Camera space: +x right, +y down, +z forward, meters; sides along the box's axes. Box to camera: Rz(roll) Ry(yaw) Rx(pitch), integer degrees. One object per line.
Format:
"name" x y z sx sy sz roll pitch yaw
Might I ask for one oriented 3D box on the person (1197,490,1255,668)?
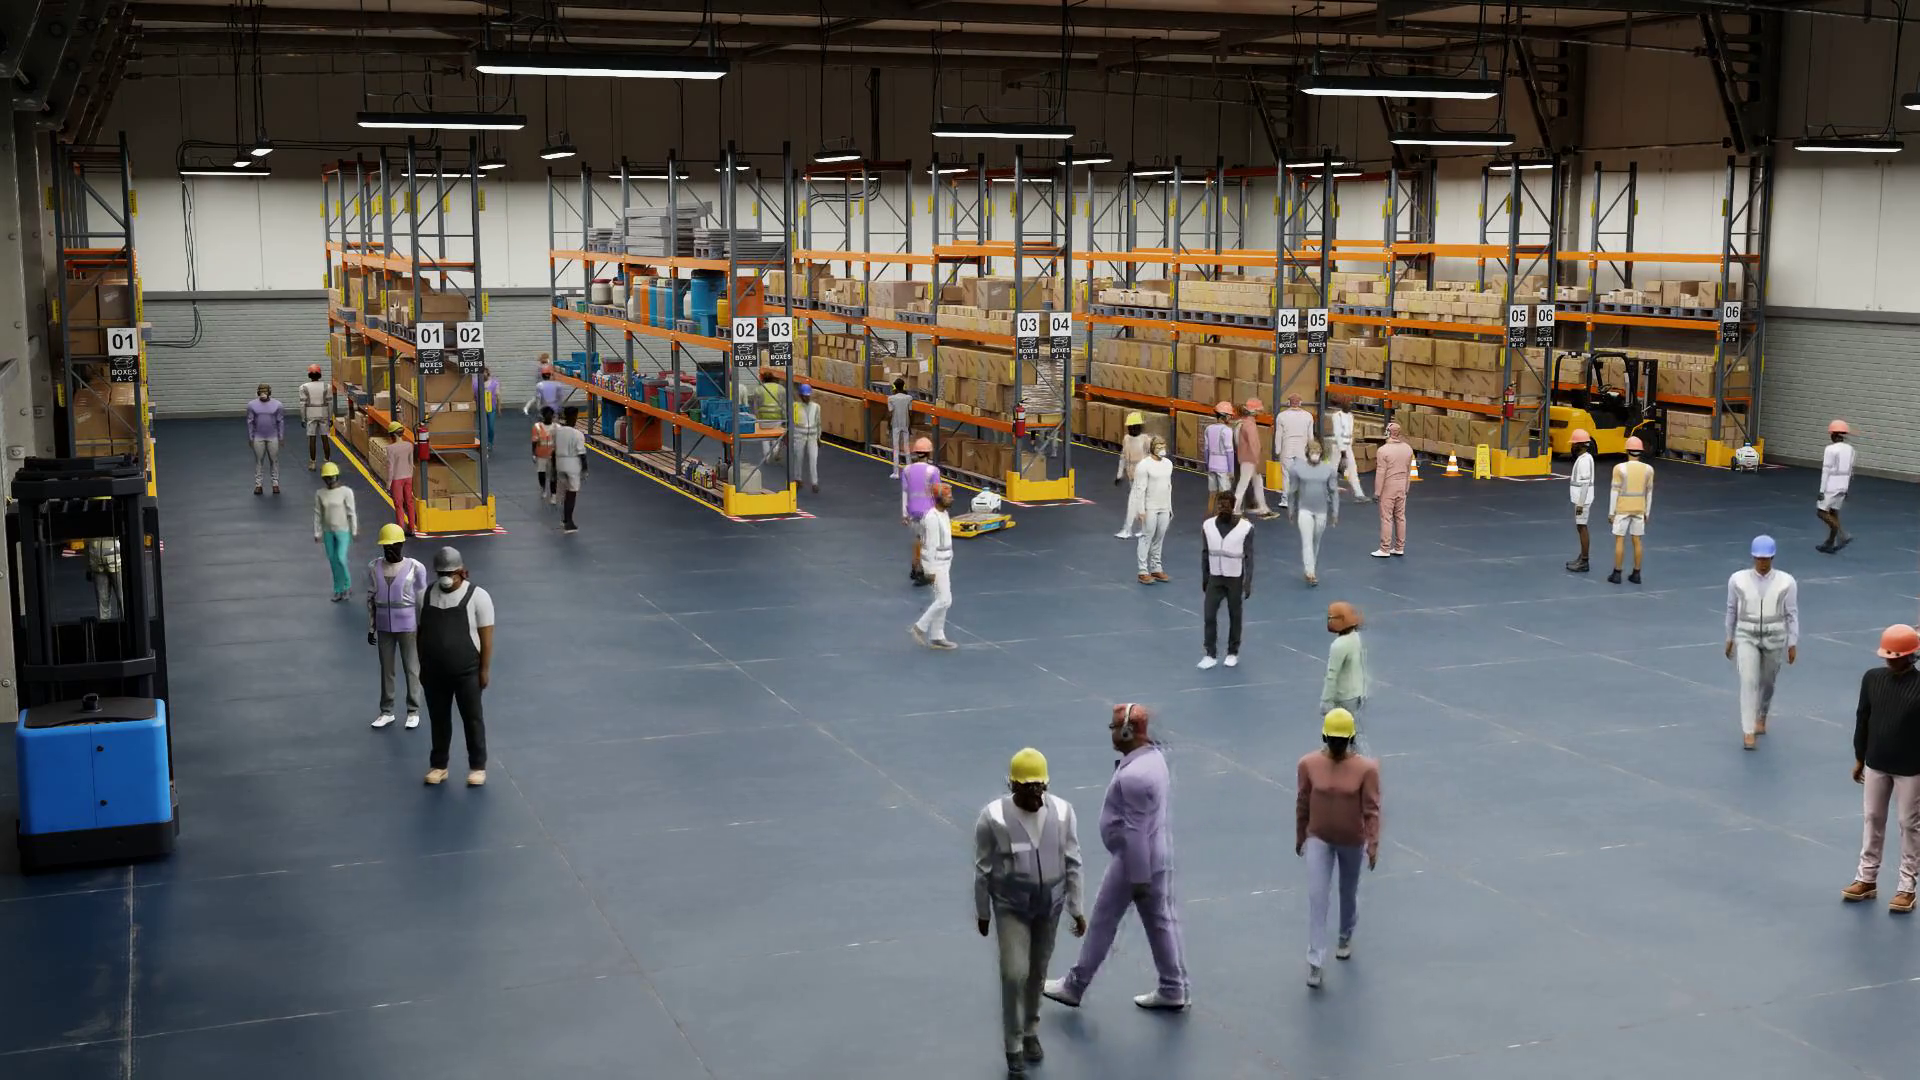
"person" 2.795 0.425 22.154 0.617 1.889 0.782 5 10 28

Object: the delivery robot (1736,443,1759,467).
"delivery robot" 15.023 -1.603 39.956 0.477 0.478 0.707 2 9 13

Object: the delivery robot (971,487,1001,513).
"delivery robot" 0.418 -0.593 33.223 0.477 0.478 0.707 2 9 14

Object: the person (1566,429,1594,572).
"person" 8.439 -0.549 28.516 0.374 1.934 0.548 3 9 19

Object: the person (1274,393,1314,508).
"person" 5.556 -1.491 34.893 0.652 1.906 0.405 -1 9 -3

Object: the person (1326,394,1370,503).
"person" 6.516 -1.555 35.589 0.577 1.836 0.974 -7 11 -41

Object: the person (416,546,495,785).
"person" -4.266 1.062 17.566 0.677 2.000 0.536 2 9 10

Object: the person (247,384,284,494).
"person" -12.184 -1.785 36.771 0.627 1.934 0.370 -2 9 -14

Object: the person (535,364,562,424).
"person" -8.275 -2.591 42.198 0.549 1.915 0.746 -4 9 -23

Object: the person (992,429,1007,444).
"person" 0.792 -2.725 43.443 0.624 1.803 0.719 0 9 3

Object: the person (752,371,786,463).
"person" -3.797 -2.452 41.560 0.658 1.824 0.556 -2 9 -13

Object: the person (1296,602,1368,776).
"person" 3.075 1.300 17.253 0.795 1.596 0.518 4 10 28

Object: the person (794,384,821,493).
"person" -2.761 -1.819 37.131 0.634 1.899 1.012 -3 9 -20

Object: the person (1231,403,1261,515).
"person" 4.677 -1.299 33.881 0.709 1.821 0.554 -1 9 -4

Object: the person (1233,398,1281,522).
"person" 4.709 -1.253 33.102 0.926 1.955 0.660 0 9 3

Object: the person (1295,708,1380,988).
"person" 2.363 1.873 13.122 0.531 1.706 0.932 2 9 14

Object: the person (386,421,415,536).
"person" -8.430 -0.905 31.484 0.322 1.761 0.522 5 10 28

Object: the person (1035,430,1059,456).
"person" 1.800 -2.571 42.794 0.507 1.690 0.911 -3 9 -19

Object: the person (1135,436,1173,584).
"person" 2.566 -0.407 27.555 0.633 1.938 0.356 -8 11 -41

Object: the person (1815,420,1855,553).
"person" 12.523 -0.754 29.908 0.571 1.925 0.547 -5 10 -28

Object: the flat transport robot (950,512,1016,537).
"flat transport robot" 0.225 -0.252 32.202 0.652 0.197 1.431 5 10 31

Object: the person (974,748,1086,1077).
"person" 0.418 2.052 11.604 0.597 1.810 0.678 -3 9 -18

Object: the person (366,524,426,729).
"person" -5.262 0.799 19.552 0.585 1.928 0.369 1 9 8

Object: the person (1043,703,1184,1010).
"person" 0.915 1.888 12.504 0.949 1.860 0.660 3 9 18

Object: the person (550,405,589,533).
"person" -5.946 -1.097 32.115 0.650 1.947 0.554 5 10 30

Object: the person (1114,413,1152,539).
"person" 2.564 -0.957 31.378 0.907 1.888 0.590 -5 10 -31

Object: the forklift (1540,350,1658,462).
"forklift" 12.897 -2.725 42.309 2.313 2.155 1.214 -3 9 -21

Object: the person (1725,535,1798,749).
"person" 7.293 0.883 19.069 0.616 1.912 0.948 3 9 19

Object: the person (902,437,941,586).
"person" -0.470 -0.379 27.403 0.544 1.921 0.569 5 10 31

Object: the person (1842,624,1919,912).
"person" 6.419 1.547 14.384 0.405 1.984 0.613 -6 11 -36

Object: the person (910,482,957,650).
"person" -0.236 0.293 23.112 0.438 1.868 0.610 2 9 16

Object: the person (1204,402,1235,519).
"person" 3.964 -1.079 31.721 0.392 2.035 0.605 -5 10 -32

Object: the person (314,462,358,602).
"person" -7.800 -0.099 26.103 0.560 1.749 0.426 2 9 14

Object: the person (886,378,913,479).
"person" -1.123 -2.071 38.931 0.519 1.858 0.328 -3 9 -17

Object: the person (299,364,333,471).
"person" -12.355 -2.359 40.227 0.607 2.044 0.372 -3 9 -21

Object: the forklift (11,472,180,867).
"forklift" -6.630 0.886 15.957 1.129 2.768 1.873 -3 9 -21

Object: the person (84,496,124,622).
"person" -9.434 0.295 23.242 0.600 1.827 0.404 1 9 4

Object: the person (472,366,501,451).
"person" -9.774 -2.691 43.221 0.577 1.818 0.854 -2 9 -14

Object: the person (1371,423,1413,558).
"person" 6.104 -0.710 29.689 0.645 1.908 0.408 -6 10 -33

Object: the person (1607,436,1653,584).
"person" 8.804 -0.399 27.534 0.546 1.934 0.362 -1 9 -5

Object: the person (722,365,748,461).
"person" -4.435 -2.406 40.732 0.655 1.979 0.435 -3 9 -18

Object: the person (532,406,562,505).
"person" -6.958 -1.452 35.368 0.531 1.677 0.648 -2 9 -10

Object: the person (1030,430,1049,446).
"person" 1.679 -2.847 44.633 0.532 1.696 0.319 1 9 9

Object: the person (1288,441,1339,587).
"person" 4.638 -0.367 27.481 0.648 1.889 1.014 0 9 -2

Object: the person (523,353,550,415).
"person" -10.374 -3.812 51.459 0.769 1.591 0.510 1 9 7
